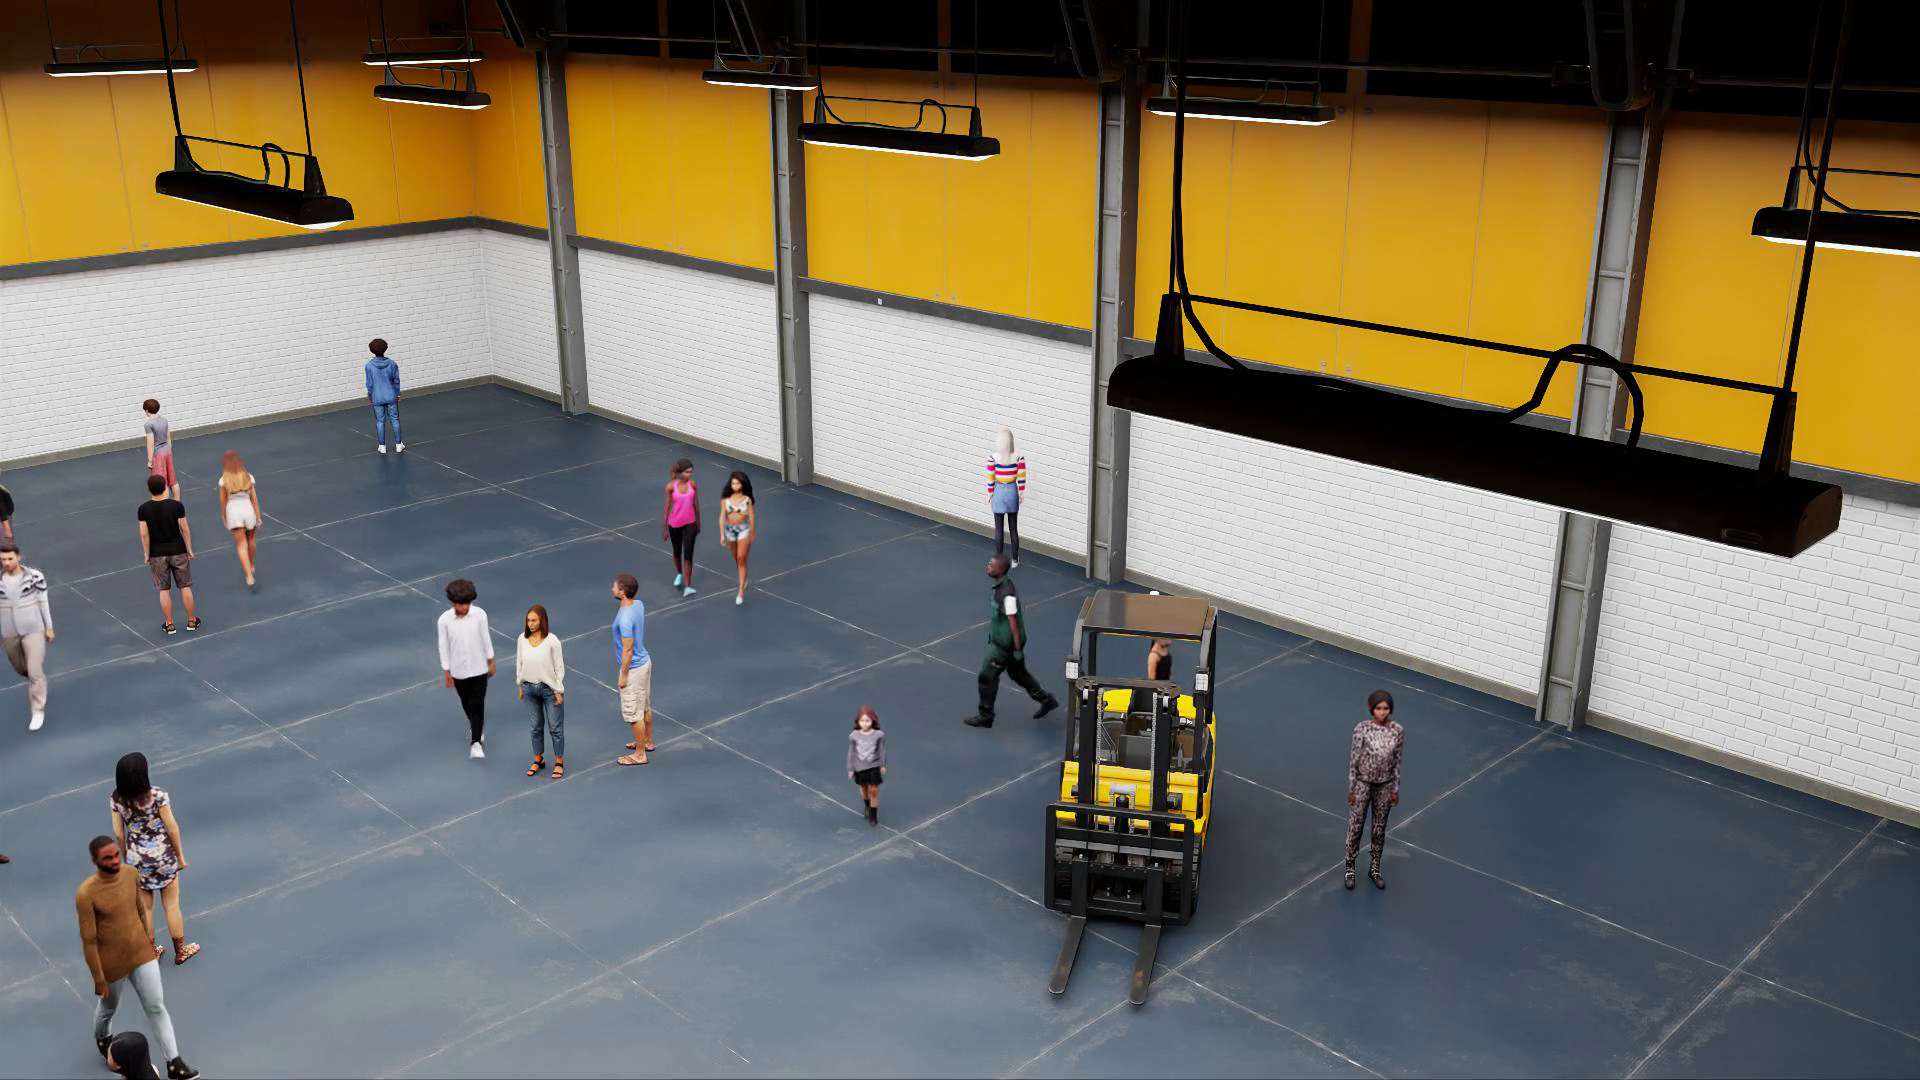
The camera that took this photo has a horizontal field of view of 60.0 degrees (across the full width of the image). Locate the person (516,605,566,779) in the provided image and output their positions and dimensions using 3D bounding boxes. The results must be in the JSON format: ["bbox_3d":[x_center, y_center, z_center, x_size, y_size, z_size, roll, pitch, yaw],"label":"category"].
[{"bbox_3d":[-3.879,1.390,15.461,0.653,1.683,0.760,4,19,13],"label":"person"}]

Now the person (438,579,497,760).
[{"bbox_3d":[-4.730,1.182,15.958,0.995,1.759,1.186,-6,19,-16],"label":"person"}]

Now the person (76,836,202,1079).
[{"bbox_3d":[-5.680,2.798,11.146,1.276,1.769,0.892,10,21,28],"label":"person"}]

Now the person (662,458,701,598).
[{"bbox_3d":[-3.373,-0.177,20.143,0.997,1.663,1.191,-4,19,-11],"label":"person"}]

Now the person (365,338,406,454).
[{"bbox_3d":[-9.053,-2.274,26.141,0.759,1.810,0.729,-6,20,-18],"label":"person"}]

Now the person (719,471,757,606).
[{"bbox_3d":[-2.643,-0.070,19.951,1.029,1.585,1.001,3,19,8],"label":"person"}]

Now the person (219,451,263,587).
[{"bbox_3d":[-8.771,-0.220,20.302,0.790,1.644,1.197,-10,21,-27],"label":"person"}]

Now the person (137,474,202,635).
[{"bbox_3d":[-8.992,0.149,18.864,0.752,1.861,0.720,-8,20,-24],"label":"person"}]

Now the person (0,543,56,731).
[{"bbox_3d":[-9.399,0.887,16.714,1.113,1.836,1.285,-4,19,-11],"label":"person"}]

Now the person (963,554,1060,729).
[{"bbox_3d":[0.553,1.022,16.375,1.256,1.796,1.219,0,19,-1],"label":"person"}]

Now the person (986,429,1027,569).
[{"bbox_3d":[0.577,-0.534,20.978,0.715,1.808,0.747,-2,19,-5],"label":"person"}]

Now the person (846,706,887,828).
[{"bbox_3d":[-0.814,1.957,14.707,0.704,1.089,0.763,0,19,0],"label":"person"}]

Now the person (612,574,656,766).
[{"bbox_3d":[-3.086,1.200,15.743,0.780,1.863,0.741,2,19,5],"label":"person"}]

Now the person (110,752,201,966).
[{"bbox_3d":[-6.050,2.384,12.430,0.675,1.733,0.717,-2,19,-5],"label":"person"}]

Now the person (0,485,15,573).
[{"bbox_3d":[-11.577,-0.143,20.030,0.481,1.672,0.661,15,24,38],"label":"person"}]

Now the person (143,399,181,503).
[{"bbox_3d":[-11.075,-1.147,23.044,0.668,1.650,0.670,6,19,17],"label":"person"}]

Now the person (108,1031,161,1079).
[{"bbox_3d":[-4.458,3.468,9.145,0.862,1.775,0.789,-3,19,-8],"label":"person"}]

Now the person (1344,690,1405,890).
[{"bbox_3d":[3.364,2.020,13.542,0.680,1.713,0.744,1,19,2],"label":"person"}]
